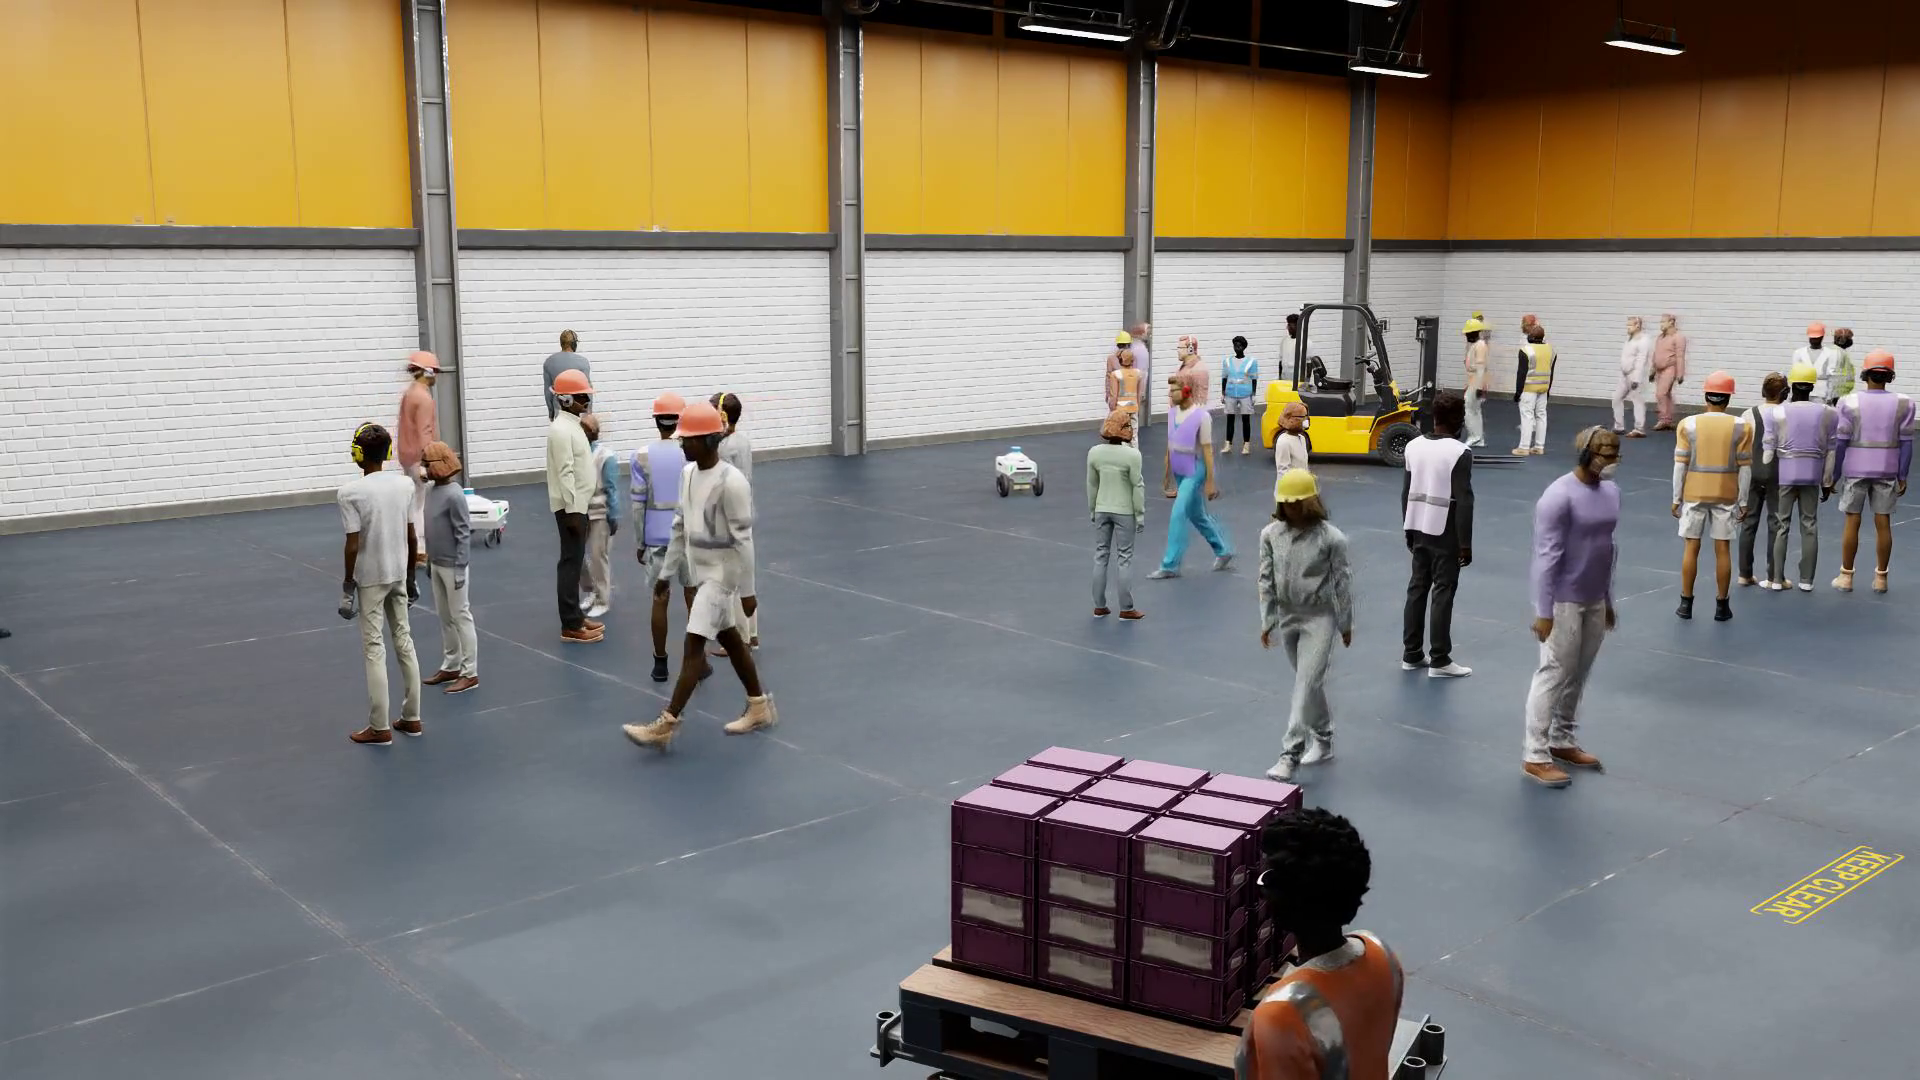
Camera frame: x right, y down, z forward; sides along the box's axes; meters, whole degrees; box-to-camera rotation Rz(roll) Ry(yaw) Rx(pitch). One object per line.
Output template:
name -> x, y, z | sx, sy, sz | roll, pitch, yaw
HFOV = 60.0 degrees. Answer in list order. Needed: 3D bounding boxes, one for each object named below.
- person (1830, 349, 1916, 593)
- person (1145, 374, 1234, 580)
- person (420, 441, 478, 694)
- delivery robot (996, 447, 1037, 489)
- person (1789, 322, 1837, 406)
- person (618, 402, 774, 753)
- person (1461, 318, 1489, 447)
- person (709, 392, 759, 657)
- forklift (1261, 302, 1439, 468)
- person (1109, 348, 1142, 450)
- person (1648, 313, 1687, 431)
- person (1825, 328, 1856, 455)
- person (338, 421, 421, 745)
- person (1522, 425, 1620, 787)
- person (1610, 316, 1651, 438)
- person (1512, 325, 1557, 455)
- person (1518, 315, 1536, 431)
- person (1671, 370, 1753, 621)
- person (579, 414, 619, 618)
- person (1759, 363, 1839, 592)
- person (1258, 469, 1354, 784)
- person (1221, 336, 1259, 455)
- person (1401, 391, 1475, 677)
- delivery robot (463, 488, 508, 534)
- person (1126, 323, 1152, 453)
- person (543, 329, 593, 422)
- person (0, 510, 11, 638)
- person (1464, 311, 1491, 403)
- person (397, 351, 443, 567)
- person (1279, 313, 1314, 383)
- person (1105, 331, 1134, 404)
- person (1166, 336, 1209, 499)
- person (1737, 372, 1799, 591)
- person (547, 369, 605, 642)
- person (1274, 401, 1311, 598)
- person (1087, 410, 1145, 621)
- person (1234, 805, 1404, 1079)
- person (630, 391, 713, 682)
person -> 7.611, -0.572, 13.927 | 0.605, 2.045, 0.376 | 3, 10, 16
person -> 2.059, -0.569, 14.665 | 0.946, 1.800, 0.577 | -4, 11, -24
person -> -3.325, 0.172, 10.768 | 0.277, 1.632, 0.502 | -8, 13, -40
delivery robot -> 0.663, -0.856, 19.669 | 0.477, 0.478, 0.707 | -2, 10, -13
person -> 11.509, -1.973, 22.488 | 0.546, 1.929, 0.370 | 6, 12, 33
person -> -1.501, 0.209, 9.512 | 1.069, 1.983, 0.621 | -7, 12, -34
person -> 7.518, -2.291, 24.391 | 0.500, 1.900, 0.621 | 2, 10, 10
person -> -1.608, -0.105, 11.706 | 0.309, 1.868, 0.535 | 1, 10, 9
forklift -> 5.320, -2.157, 22.763 | 2.313, 2.155, 1.214 | 3, 10, 16
person -> 2.111, -1.630, 21.298 | 0.516, 1.641, 0.308 | -7, 12, -36
person -> 11.306, -2.694, 26.785 | 0.655, 1.886, 0.682 | -1, 10, -8
person -> 12.281, -2.083, 23.441 | 0.763, 1.820, 0.632 | 4, 11, 23
person -> -3.360, 0.252, 9.613 | 0.327, 1.872, 0.516 | 6, 12, 34
person -> 3.304, 0.338, 8.961 | 0.681, 1.919, 0.416 | -8, 13, -39
person -> 10.326, -2.517, 25.760 | 0.690, 1.883, 0.680 | 0, 10, -3
person -> 8.112, -2.118, 23.562 | 0.627, 1.845, 0.429 | -4, 11, -23
person -> 9.204, -2.684, 26.851 | 0.405, 1.854, 0.694 | 5, 11, 28
person -> 5.816, -0.343, 12.897 | 0.552, 1.935, 0.373 | 4, 11, 23
person -> -2.867, -0.185, 12.911 | 0.517, 1.609, 0.395 | 5, 11, 26
person -> 7.003, -0.517, 13.945 | 0.585, 1.927, 0.366 | 2, 10, 10
person -> 1.834, 0.450, 8.960 | 0.482, 1.681, 0.862 | 8, 13, 40
person -> 3.954, -2.050, 23.586 | 0.540, 1.696, 0.317 | 5, 11, 25
person -> 3.199, -0.038, 11.173 | 0.372, 1.914, 0.596 | -5, 11, -26
delivery robot -> -4.774, -0.263, 16.195 | 0.707, 0.478, 0.477 | -1, 10, -3
person -> 2.459, -2.124, 23.505 | 0.472, 1.876, 0.664 | -3, 10, -18
person -> -4.695, -1.563, 20.033 | 0.636, 1.938, 0.355 | 3, 10, 19
person -> -7.434, -0.232, 12.341 | 0.818, 1.912, 0.550 | 4, 10, 21
person -> 9.921, -3.508, 31.950 | 0.524, 1.760, 0.328 | -3, 10, -17
person -> -4.898, -0.739, 15.166 | 0.520, 1.956, 0.649 | -7, 12, -35
person -> 5.004, -2.406, 24.888 | 0.370, 1.965, 0.608 | -8, 13, -40
person -> 2.294, -2.048, 23.383 | 0.533, 1.765, 0.329 | 3, 10, 19
person -> 2.604, -1.390, 19.114 | 0.404, 1.906, 0.651 | -2, 10, -13
person -> 6.830, -0.496, 14.057 | 0.347, 1.847, 0.505 | -8, 13, -39
person -> -2.826, -0.253, 12.201 | 0.382, 1.995, 0.612 | -1, 10, -8
person -> 2.737, -0.329, 13.701 | 0.282, 1.633, 0.500 | 5, 11, 28
person -> 1.213, -0.191, 12.893 | 0.497, 1.633, 0.284 | 7, 12, 36
person -> 0.738, 1.384, 3.482 | 0.317, 1.696, 0.540 | 7, 12, 34
person -> -1.893, -0.020, 11.023 | 0.551, 1.933, 0.373 | -1, 10, -5
